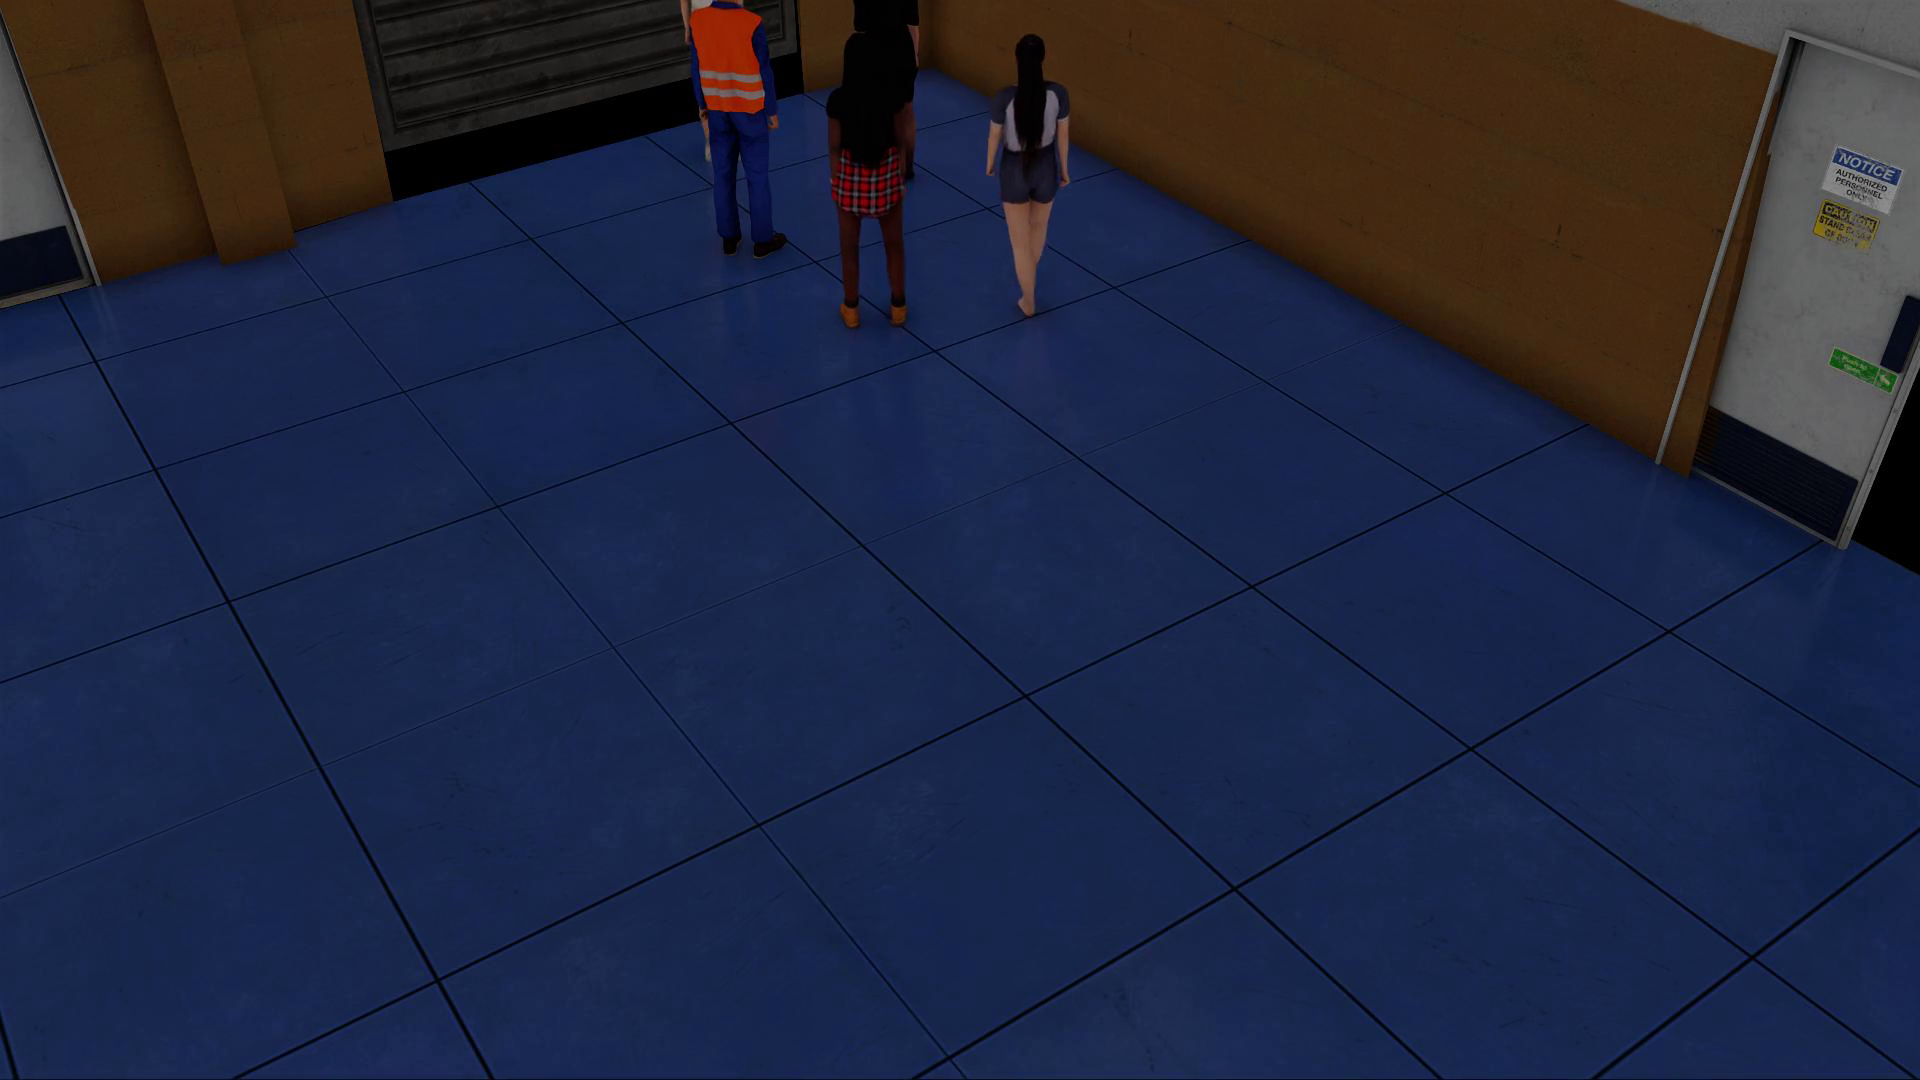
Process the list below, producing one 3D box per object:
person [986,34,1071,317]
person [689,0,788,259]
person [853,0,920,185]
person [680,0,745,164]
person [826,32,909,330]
[{"bbox_3d":[0.417,-2.026,9.490,0.872,1.629,0.846,-8,38,-10],"label":"person"},{"bbox_3d":[-1.349,-2.596,10.054,0.784,1.864,0.821,10,38,13],"label":"person"},{"bbox_3d":[-0.470,-3.158,10.921,0.577,1.705,0.715,-6,37,-8],"label":"person"},{"bbox_3d":[-1.659,-3.407,11.223,0.646,1.757,0.708,6,37,7],"label":"person"},{"bbox_3d":[-0.508,-1.994,9.366,0.666,1.726,0.763,-5,37,-6],"label":"person"}]
